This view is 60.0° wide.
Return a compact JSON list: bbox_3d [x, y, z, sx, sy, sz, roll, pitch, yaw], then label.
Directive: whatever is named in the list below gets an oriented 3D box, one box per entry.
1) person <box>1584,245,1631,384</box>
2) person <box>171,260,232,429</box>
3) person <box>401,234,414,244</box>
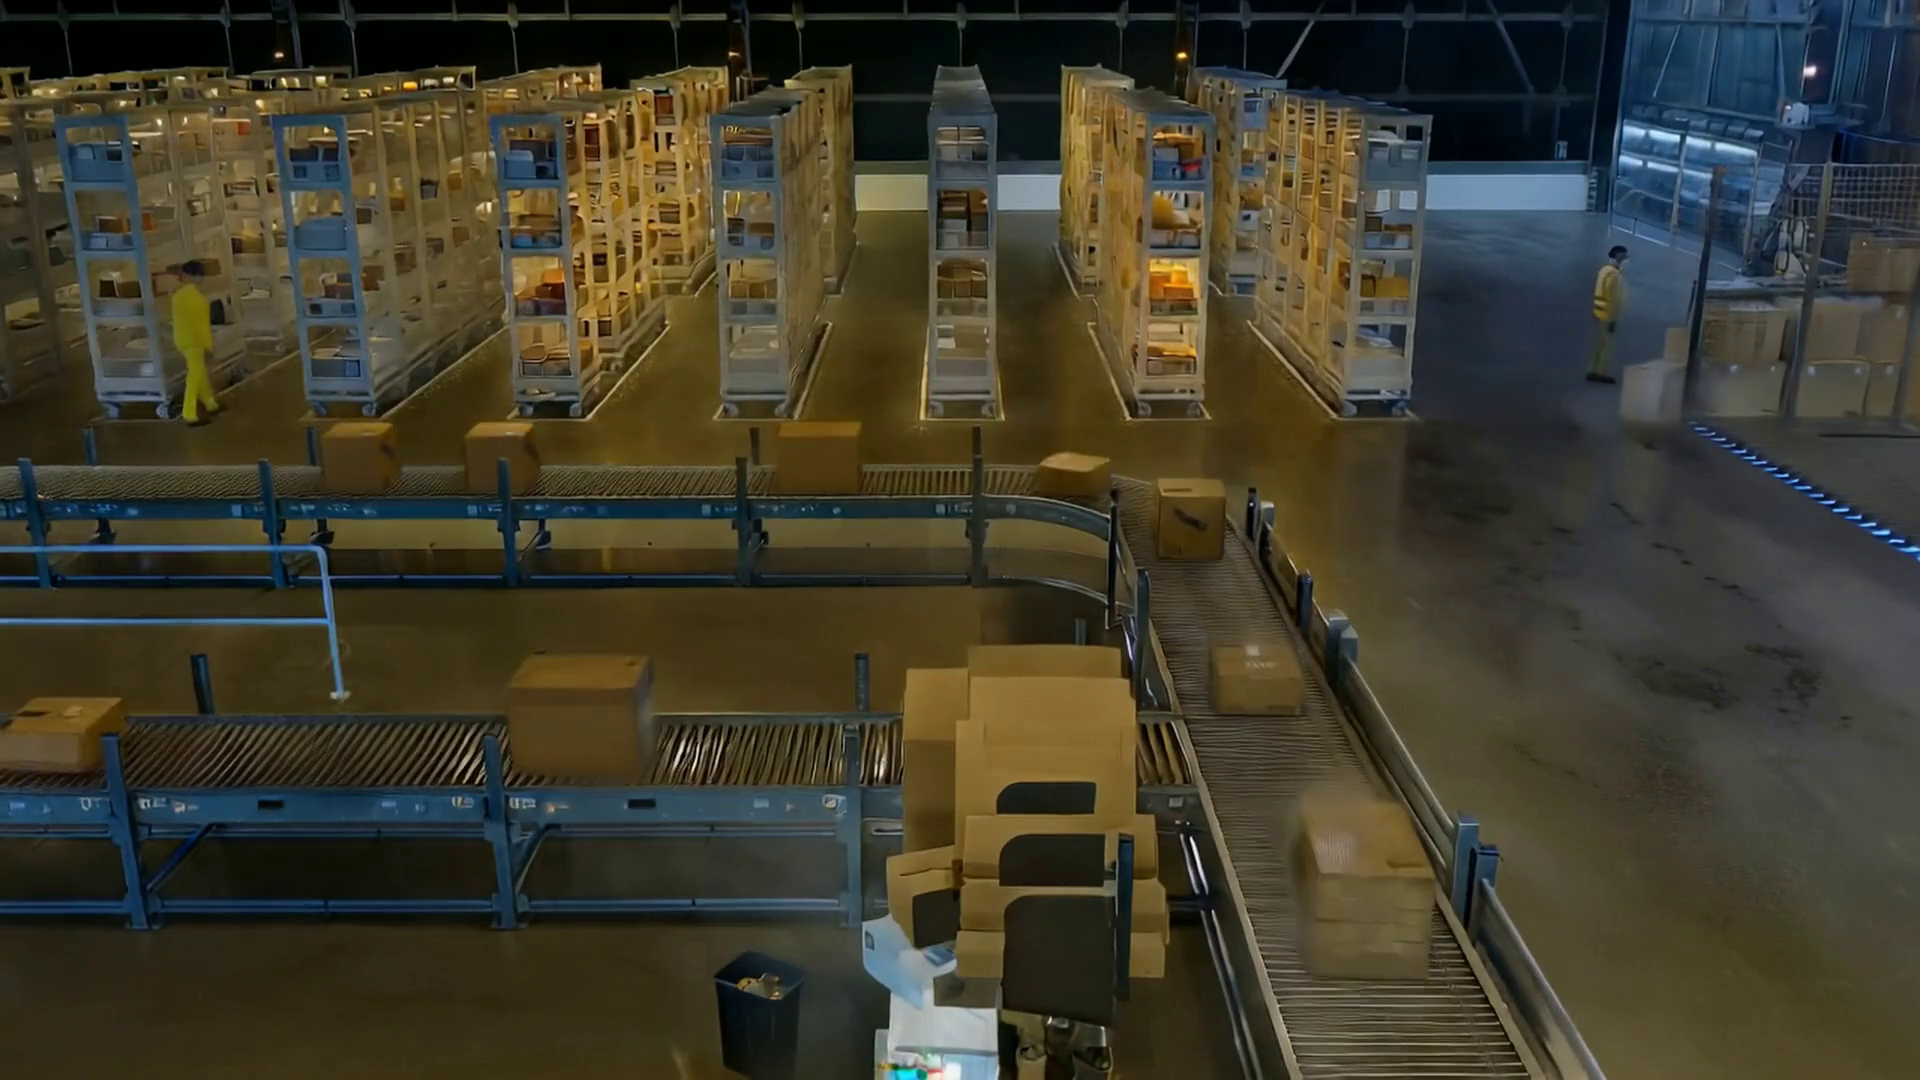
[{"bbox_3d":[8.496,-2.947,21.778,0.428,1.815,0.606,2,18,5],"label":"person"},{"bbox_3d":[-8.964,-2.315,19.639,0.652,1.948,0.793,12,21,32],"label":"person"},{"bbox_3d":[-8.719,-4.483,26.523,0.623,1.809,0.530,-7,19,-20],"label":"person"}]
